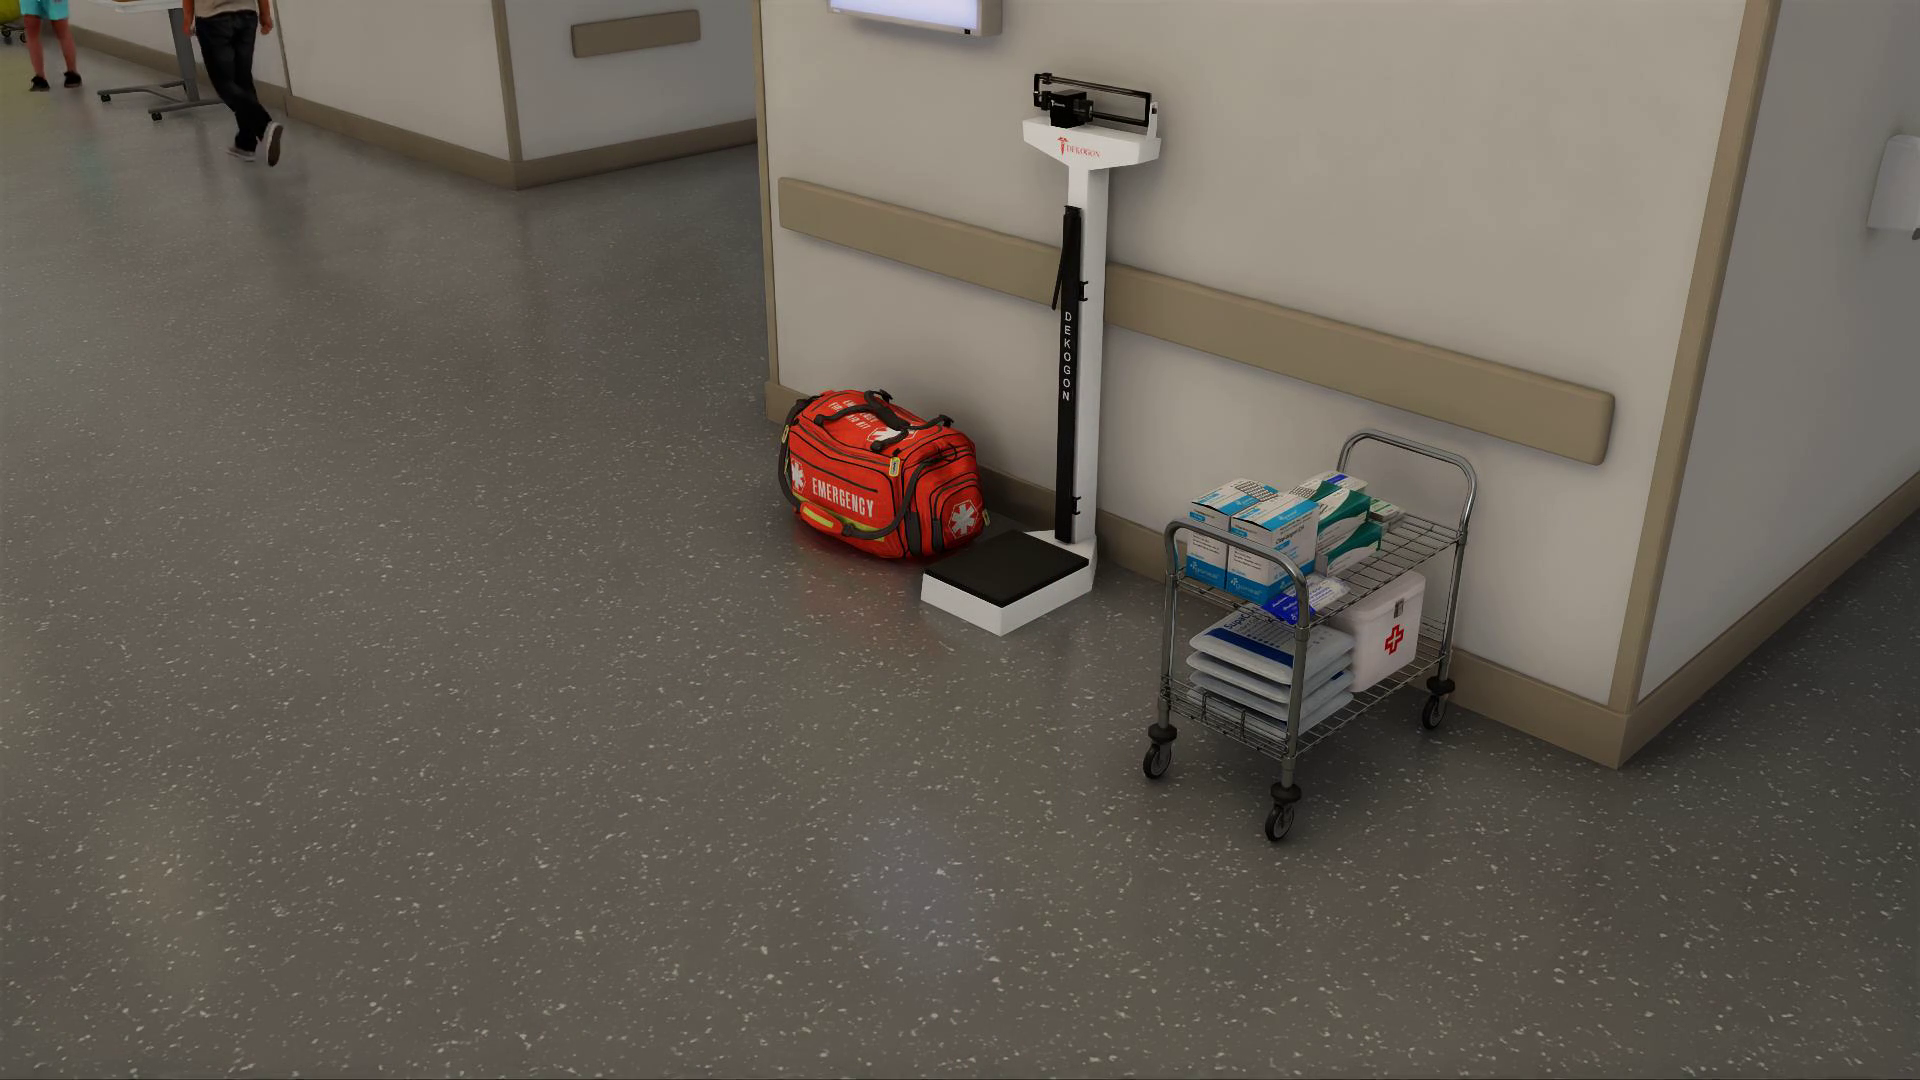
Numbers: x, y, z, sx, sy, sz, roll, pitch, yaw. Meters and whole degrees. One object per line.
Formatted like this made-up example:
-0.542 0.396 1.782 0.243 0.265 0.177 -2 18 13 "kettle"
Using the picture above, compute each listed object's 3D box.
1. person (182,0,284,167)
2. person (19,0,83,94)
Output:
-4.406 -3.153 10.093 1.012 1.791 0.694 22 33 37 "person"
-6.865 -4.160 12.481 0.843 1.532 0.963 -5 26 -11 "person"
